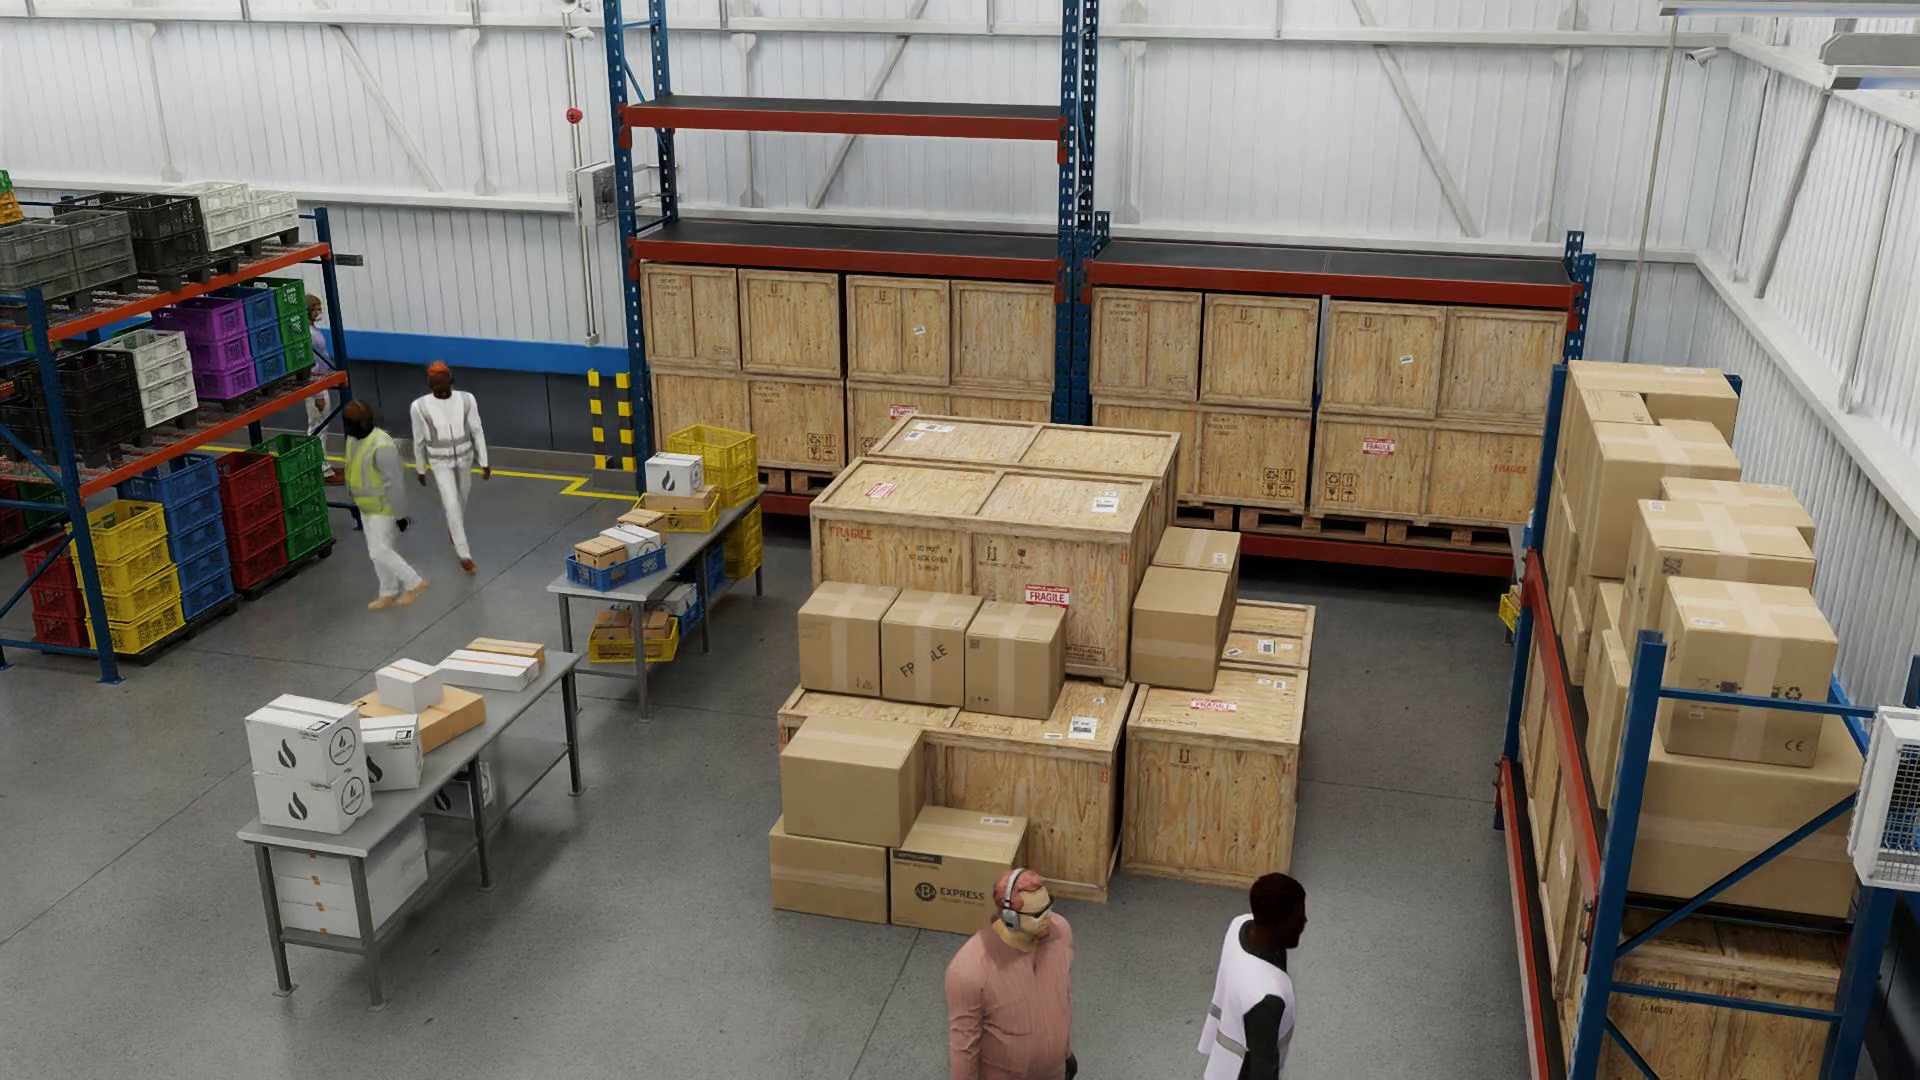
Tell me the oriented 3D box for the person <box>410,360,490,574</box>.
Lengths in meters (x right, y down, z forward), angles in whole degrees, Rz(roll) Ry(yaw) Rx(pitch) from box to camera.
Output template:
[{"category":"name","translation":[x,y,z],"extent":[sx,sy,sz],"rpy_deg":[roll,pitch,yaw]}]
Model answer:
[{"category":"person","translation":[-4.494,-0.700,14.664],"extent":[0.582,1.839,0.992],"rpy_deg":[-13,25,-31]}]

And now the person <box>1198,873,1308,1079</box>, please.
[{"category":"person","translation":[1.195,2.223,6.925],"extent":[0.390,1.909,0.584],"rpy_deg":[0,21,-1]}]

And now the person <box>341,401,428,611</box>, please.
[{"category":"person","translation":[-4.745,-0.272,13.563],"extent":[0.436,1.823,0.669],"rpy_deg":[-18,27,-39]}]

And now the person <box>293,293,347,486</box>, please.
[{"category":"person","translation":[-6.436,-1.510,16.642],"extent":[0.373,1.939,0.628],"rpy_deg":[-8,22,-21]}]

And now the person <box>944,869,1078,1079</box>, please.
[{"category":"person","translation":[0.248,2.215,6.934],"extent":[0.652,1.909,0.409],"rpy_deg":[-17,27,-37]}]
